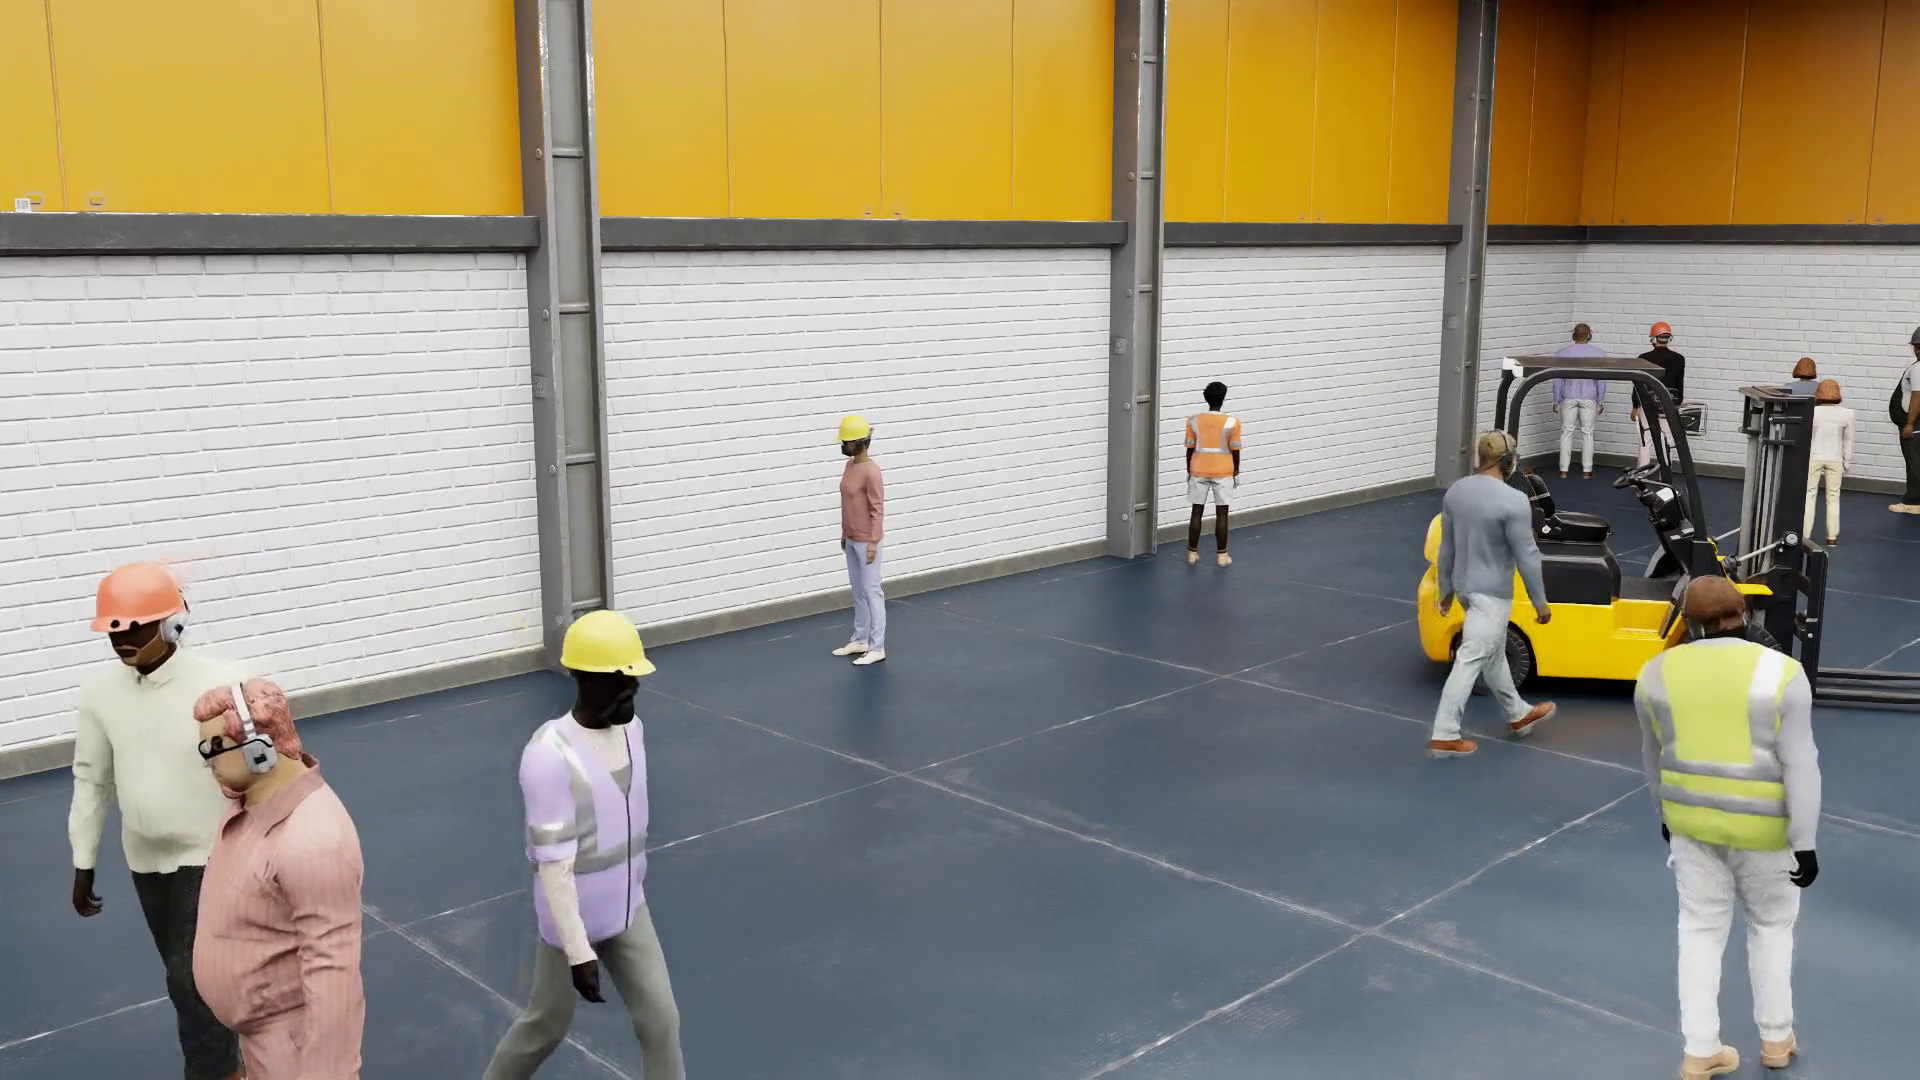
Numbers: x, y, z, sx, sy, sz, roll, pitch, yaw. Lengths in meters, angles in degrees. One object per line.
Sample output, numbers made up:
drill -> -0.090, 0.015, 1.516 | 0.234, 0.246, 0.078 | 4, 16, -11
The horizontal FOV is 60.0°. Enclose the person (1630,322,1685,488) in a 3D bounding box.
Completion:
person -> 8.298, -1.600, 19.825 | 0.613, 1.986, 0.402 | -1, 10, -7

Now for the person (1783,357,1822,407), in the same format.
person -> 9.542, -1.251, 18.877 | 0.497, 1.633, 0.283 | 1, 10, 7

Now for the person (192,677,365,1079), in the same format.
person -> -1.768, 1.281, 4.345 | 0.399, 1.901, 0.644 | -7, 13, -35

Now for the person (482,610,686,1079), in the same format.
person -> -1.192, 1.132, 5.225 | 0.974, 1.884, 0.589 | 5, 11, 25

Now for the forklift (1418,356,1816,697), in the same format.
forklift -> 4.276, -0.101, 11.076 | 2.313, 2.155, 1.214 | 2, 11, 13

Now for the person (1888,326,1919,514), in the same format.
person -> 10.412, -1.316, 18.118 | 0.684, 2.000, 0.535 | -8, 13, -37

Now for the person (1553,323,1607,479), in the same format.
person -> 7.664, -1.719, 20.609 | 0.627, 1.934, 0.370 | 5, 11, 23

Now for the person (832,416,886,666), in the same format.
person -> -0.712, 0.000, 11.712 | 0.328, 1.762, 0.523 | -5, 12, -26

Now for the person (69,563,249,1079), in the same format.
person -> -2.605, 1.049, 5.401 | 0.662, 1.966, 0.752 | 2, 11, 11

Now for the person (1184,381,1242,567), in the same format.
person -> 2.304, -0.600, 15.178 | 0.536, 1.691, 0.319 | 4, 11, 22

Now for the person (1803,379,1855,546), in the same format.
person -> 8.387, -0.749, 16.168 | 0.499, 1.629, 0.273 | 3, 11, 18

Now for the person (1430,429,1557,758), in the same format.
person -> 3.149, 0.307, 9.660 | 0.981, 1.891, 0.650 | -3, 11, -18

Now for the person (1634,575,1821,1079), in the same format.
person -> 2.786, 1.029, 6.022 | 0.701, 1.792, 0.670 | 9, 14, 42
